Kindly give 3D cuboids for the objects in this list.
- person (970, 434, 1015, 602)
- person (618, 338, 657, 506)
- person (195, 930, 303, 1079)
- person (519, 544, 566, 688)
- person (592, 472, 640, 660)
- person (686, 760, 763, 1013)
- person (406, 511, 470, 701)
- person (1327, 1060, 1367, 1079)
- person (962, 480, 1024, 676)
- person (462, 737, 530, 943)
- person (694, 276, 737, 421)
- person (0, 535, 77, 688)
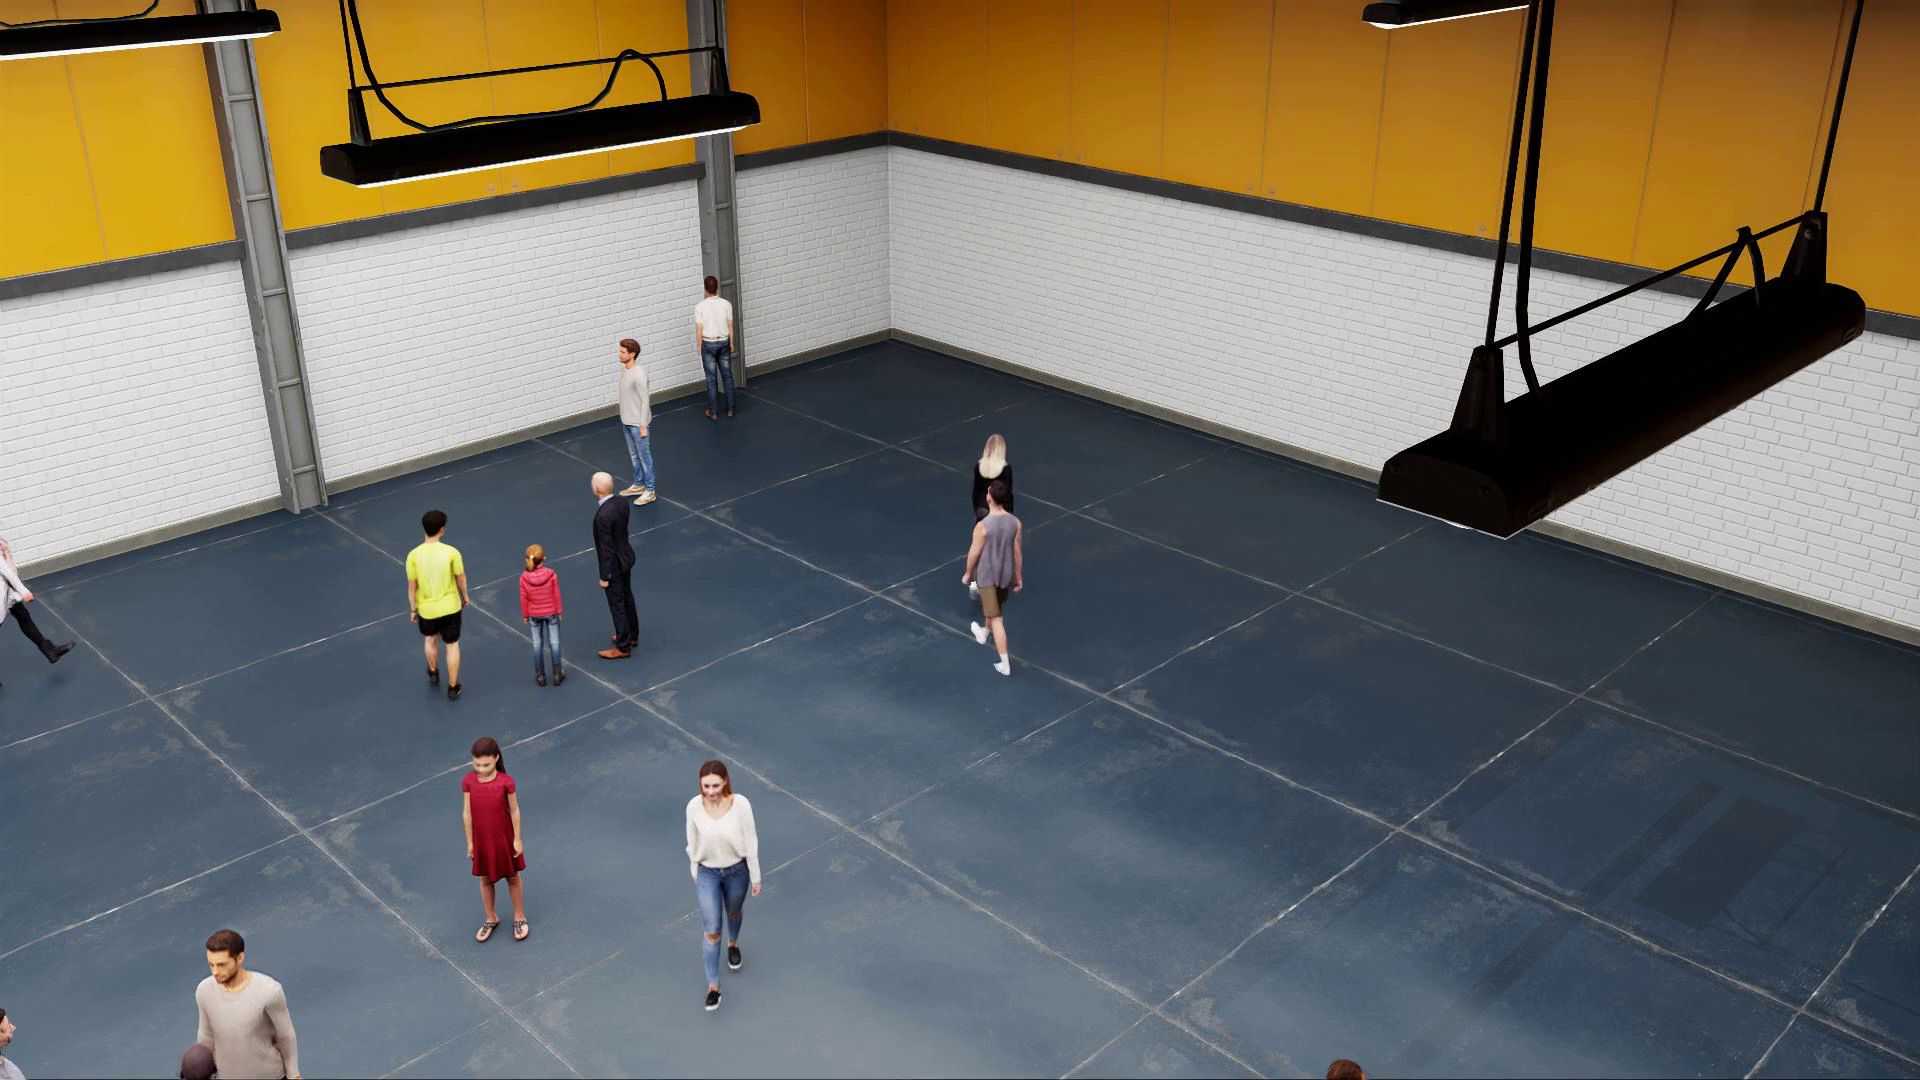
[{"bbox_3d":[0.293,-0.188,16.313,0.869,1.654,1.180,10,26,22],"label":"person"},{"bbox_3d":[-3.625,-1.348,18.652,0.642,1.904,0.699,-16,28,-32],"label":"person"},{"bbox_3d":[-3.823,2.883,9.021,0.727,1.866,0.793,-1,24,-1],"label":"person"},{"bbox_3d":[-3.707,0.669,14.780,0.571,1.310,0.645,-3,24,-7],"label":"person"},{"bbox_3d":[-3.153,0.216,15.209,0.823,1.798,0.713,5,24,11],"label":"person"},{"bbox_3d":[-1.551,2.154,10.952,1.053,1.656,1.067,-3,24,-7],"label":"person"},{"bbox_3d":[-4.532,0.603,14.473,0.905,1.677,0.931,-5,24,-11],"label":"person"},{"bbox_3d":[1.866,3.292,8.317,0.712,1.682,0.541,15,28,30],"label":"person"},{"bbox_3d":[0.350,0.393,15.051,1.146,1.794,0.916,-13,27,-27],"label":"person"},{"bbox_3d":[-3.187,2.018,11.387,0.681,1.557,0.741,-1,24,-3],"label":"person"},{"bbox_3d":[-3.122,-2.471,21.282,0.636,1.856,0.792,-11,26,-23],"label":"person"},{"bbox_3d":[-8.537,0.526,14.566,0.663,1.745,1.186,21,31,39],"label":"person"}]
